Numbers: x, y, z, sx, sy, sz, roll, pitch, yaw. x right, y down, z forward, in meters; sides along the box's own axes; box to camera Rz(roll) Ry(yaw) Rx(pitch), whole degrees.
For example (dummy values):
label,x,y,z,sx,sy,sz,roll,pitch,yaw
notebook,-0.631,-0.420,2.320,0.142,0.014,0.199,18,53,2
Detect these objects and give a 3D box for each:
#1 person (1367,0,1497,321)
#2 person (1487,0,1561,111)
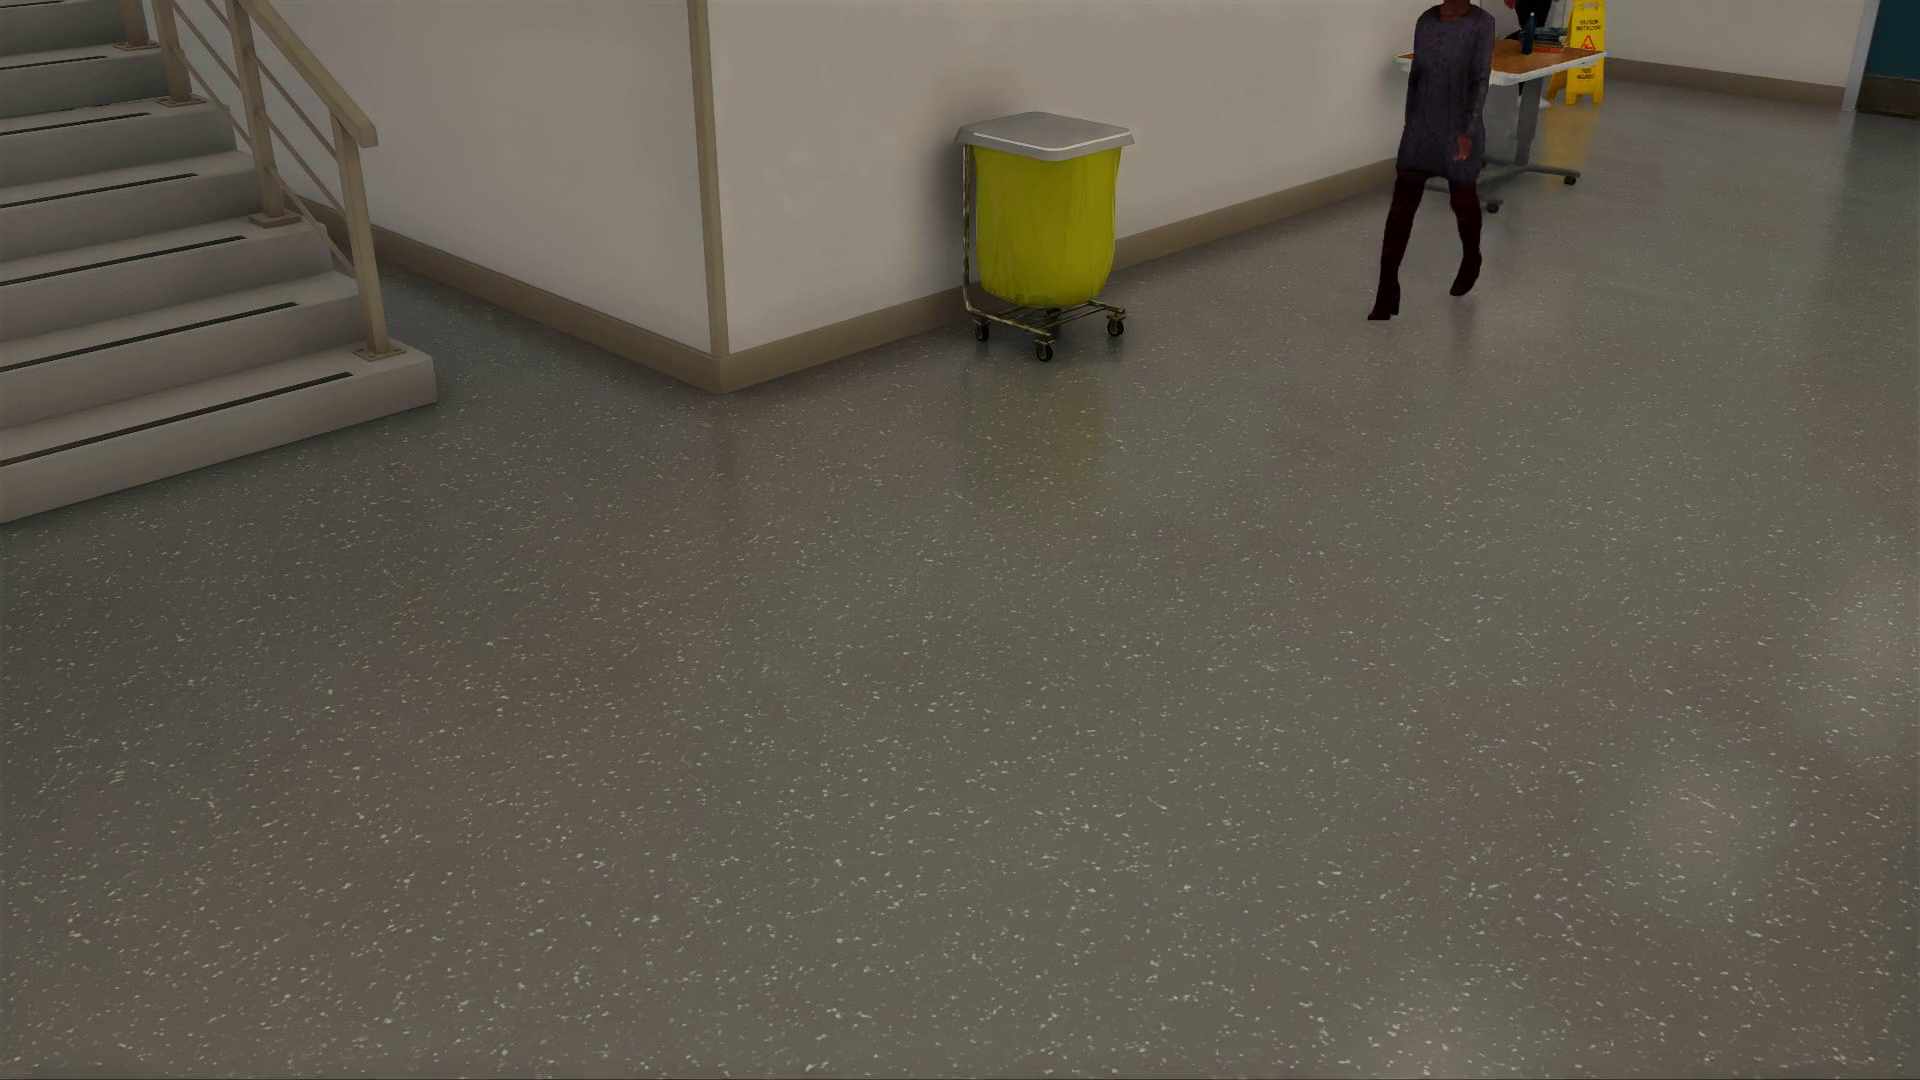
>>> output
label,x,y,z,sx,sy,sz,roll,pitch,yaw
person,2.286,-1.863,7.679,1.028,1.670,0.694,20,32,36
person,4.123,-4.086,12.151,0.688,1.790,1.029,-19,32,-34
